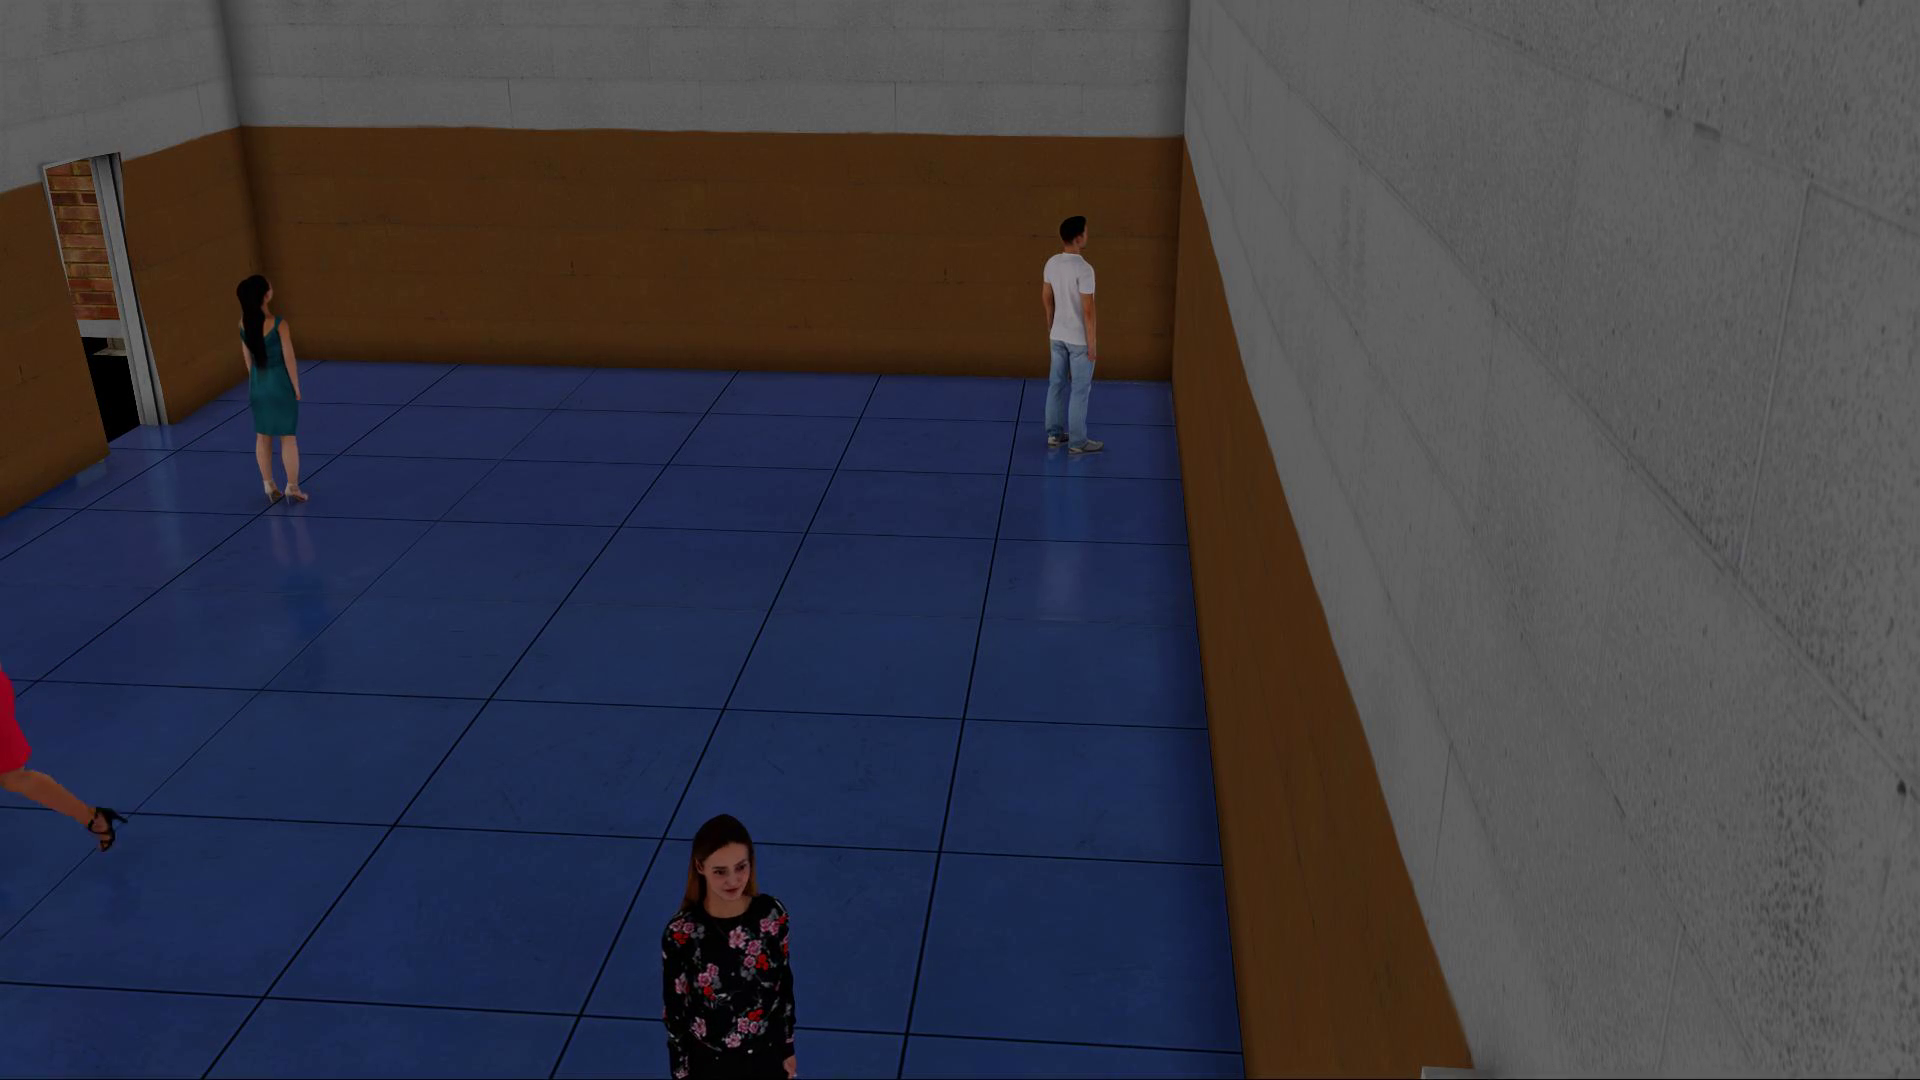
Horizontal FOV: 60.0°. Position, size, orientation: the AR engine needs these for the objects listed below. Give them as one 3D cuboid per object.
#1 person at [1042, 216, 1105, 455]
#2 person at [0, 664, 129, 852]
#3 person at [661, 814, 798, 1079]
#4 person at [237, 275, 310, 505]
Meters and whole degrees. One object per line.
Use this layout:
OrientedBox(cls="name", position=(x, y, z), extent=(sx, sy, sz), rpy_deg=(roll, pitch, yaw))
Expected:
OrientedBox(cls="person", position=(0.878, -1.610, 13.047), extent=(0.801, 1.865, 0.739), rpy_deg=(-18, 28, -37))
OrientedBox(cls="person", position=(-4.258, 0.750, 7.403), extent=(1.084, 1.694, 0.807), rpy_deg=(-6, 23, -14))
OrientedBox(cls="person", position=(-0.718, 1.618, 5.254), extent=(0.595, 1.685, 0.705), rpy_deg=(-10, 24, -23))
OrientedBox(cls="person", position=(-4.937, -1.071, 11.943), extent=(0.418, 1.687, 0.601), rpy_deg=(3, 22, 7))
